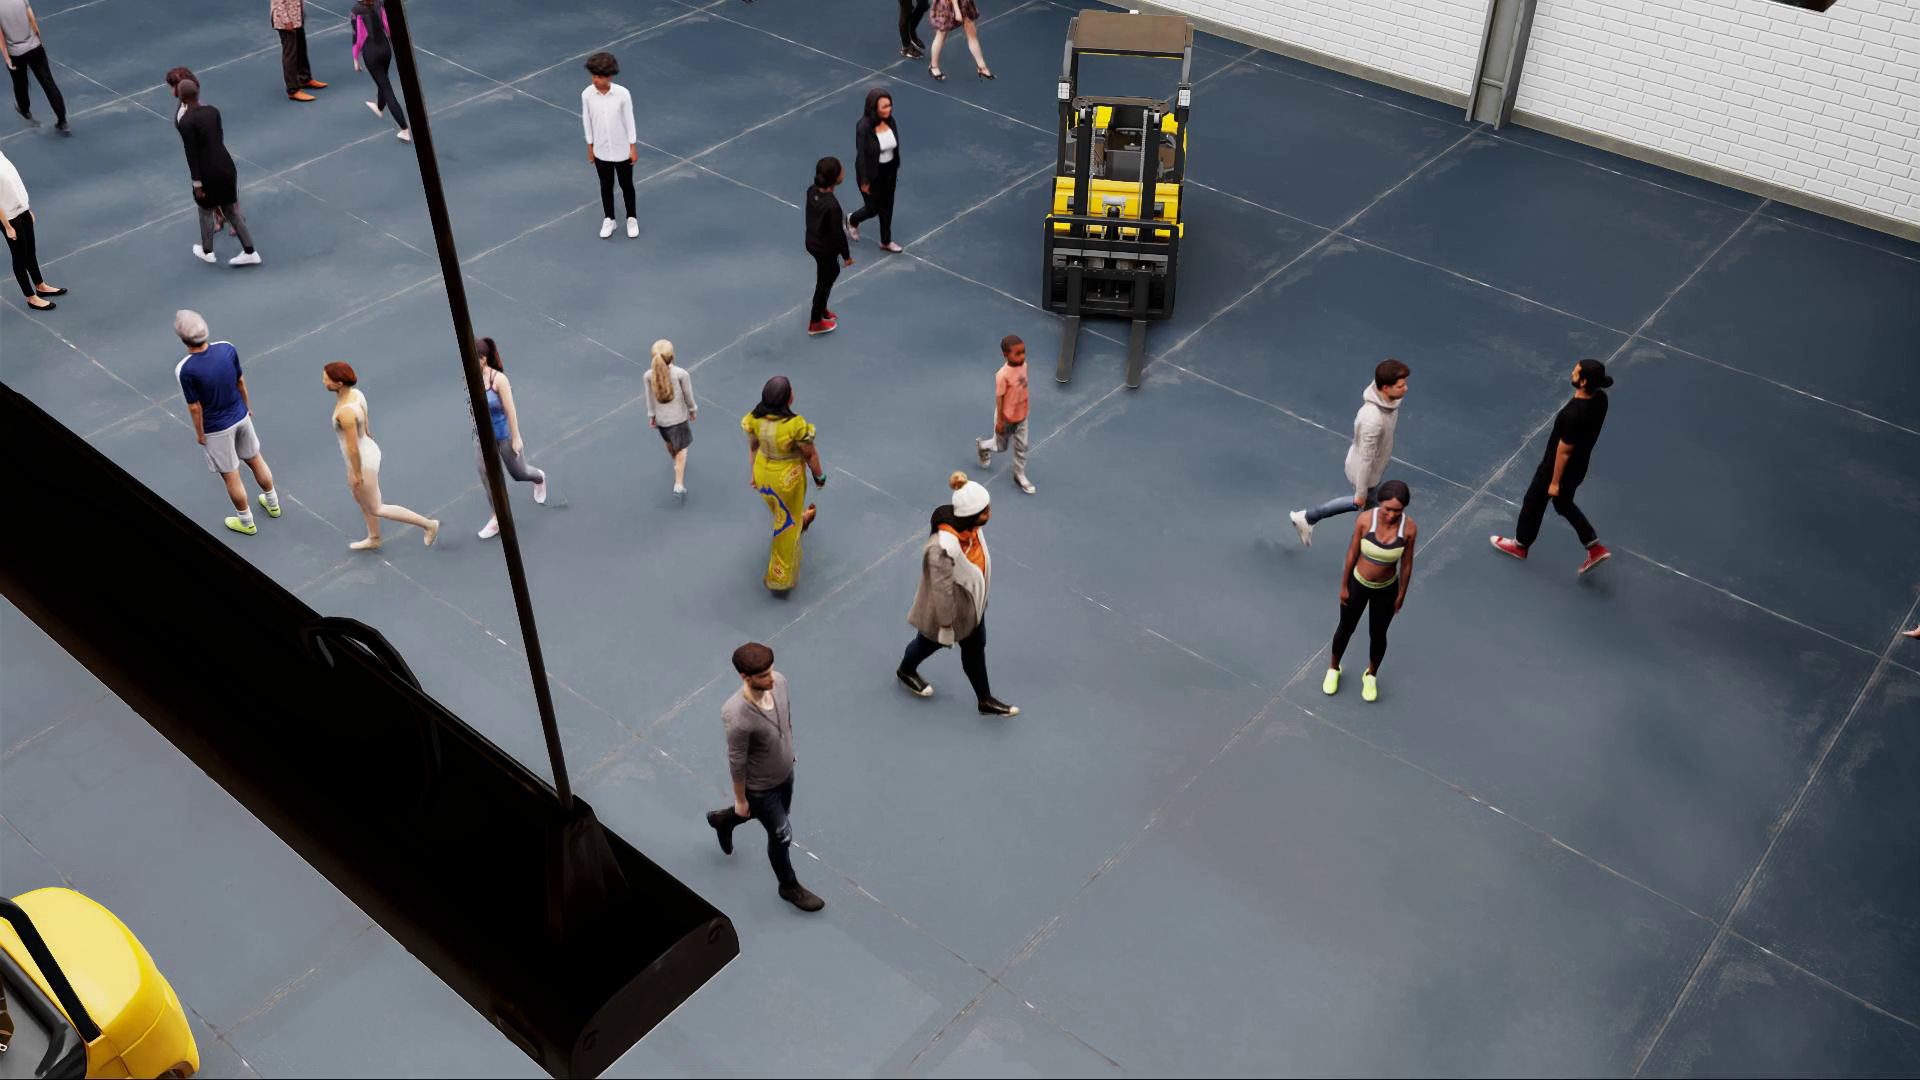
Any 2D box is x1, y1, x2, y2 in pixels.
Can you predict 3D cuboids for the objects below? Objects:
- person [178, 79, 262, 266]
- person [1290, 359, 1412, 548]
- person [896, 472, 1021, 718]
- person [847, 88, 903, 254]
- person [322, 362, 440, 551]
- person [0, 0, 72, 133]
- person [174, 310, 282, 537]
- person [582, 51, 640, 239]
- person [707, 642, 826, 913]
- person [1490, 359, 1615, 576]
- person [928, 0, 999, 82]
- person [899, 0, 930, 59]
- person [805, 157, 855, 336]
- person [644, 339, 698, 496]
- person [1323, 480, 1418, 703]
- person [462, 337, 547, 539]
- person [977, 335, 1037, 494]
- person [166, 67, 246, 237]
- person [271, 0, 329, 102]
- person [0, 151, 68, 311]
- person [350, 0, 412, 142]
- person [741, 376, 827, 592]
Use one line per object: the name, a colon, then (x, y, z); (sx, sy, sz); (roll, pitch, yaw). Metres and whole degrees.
person: (-6.736, -3.321, 15.220); (1.053, 1.726, 0.946); (7, 39, 9)
person: (2.754, -0.512, 11.618); (1.121, 1.831, 0.889); (14, 41, 17)
person: (-0.144, 0.340, 10.531); (1.210, 1.856, 0.887); (19, 42, 22)
person: (-0.828, -3.427, 15.452); (0.797, 1.602, 0.637); (28, 46, 30)
person: (-4.167, -0.564, 11.848); (0.931, 1.625, 0.918); (-7, 39, -9)
person: (-9.785, -5.096, 17.456); (1.144, 1.710, 0.694); (32, 48, 33)
person: (-5.334, -0.866, 12.055); (0.606, 1.840, 0.667); (21, 43, 24)
person: (-3.276, -3.725, 15.661); (0.693, 1.807, 0.770); (0, 39, 0)
person: (-1.157, 1.288, 9.324); (1.150, 1.881, 0.839); (18, 42, 21)
person: (4.306, -0.478, 11.653); (1.053, 1.735, 0.646); (29, 47, 31)
person: (-0.165, -5.904, 18.445); (1.138, 1.737, 0.867); (13, 40, 15)
person: (-0.661, -6.468, 19.070); (0.713, 1.838, 0.707); (26, 46, 29)
person: (-1.232, -2.463, 14.203); (0.756, 1.655, 0.639); (-24, 45, -27)
person: (-2.186, -0.922, 12.590); (0.867, 1.258, 0.874); (2, 39, 3)
person: (2.642, 0.304, 10.661); (0.571, 1.750, 0.690); (12, 40, 14)
person: (-3.353, -0.793, 12.160); (0.950, 1.594, 0.813); (14, 41, 17)
person: (0.344, -0.987, 12.642); (0.594, 1.295, 0.865); (-27, 46, -30)
person: (-7.025, -3.663, 15.681); (0.512, 1.686, 0.710); (31, 48, 33)
person: (-7.364, -5.750, 18.204); (0.795, 1.797, 0.777); (3, 39, 4)
person: (-8.359, -2.858, 14.643); (0.693, 1.722, 0.641); (-2, 39, -2)
person: (-6.017, -4.989, 17.325); (1.099, 1.705, 0.595); (28, 46, 30)
person: (-1.275, -0.355, 11.594); (1.210, 1.615, 1.037); (16, 41, 19)
